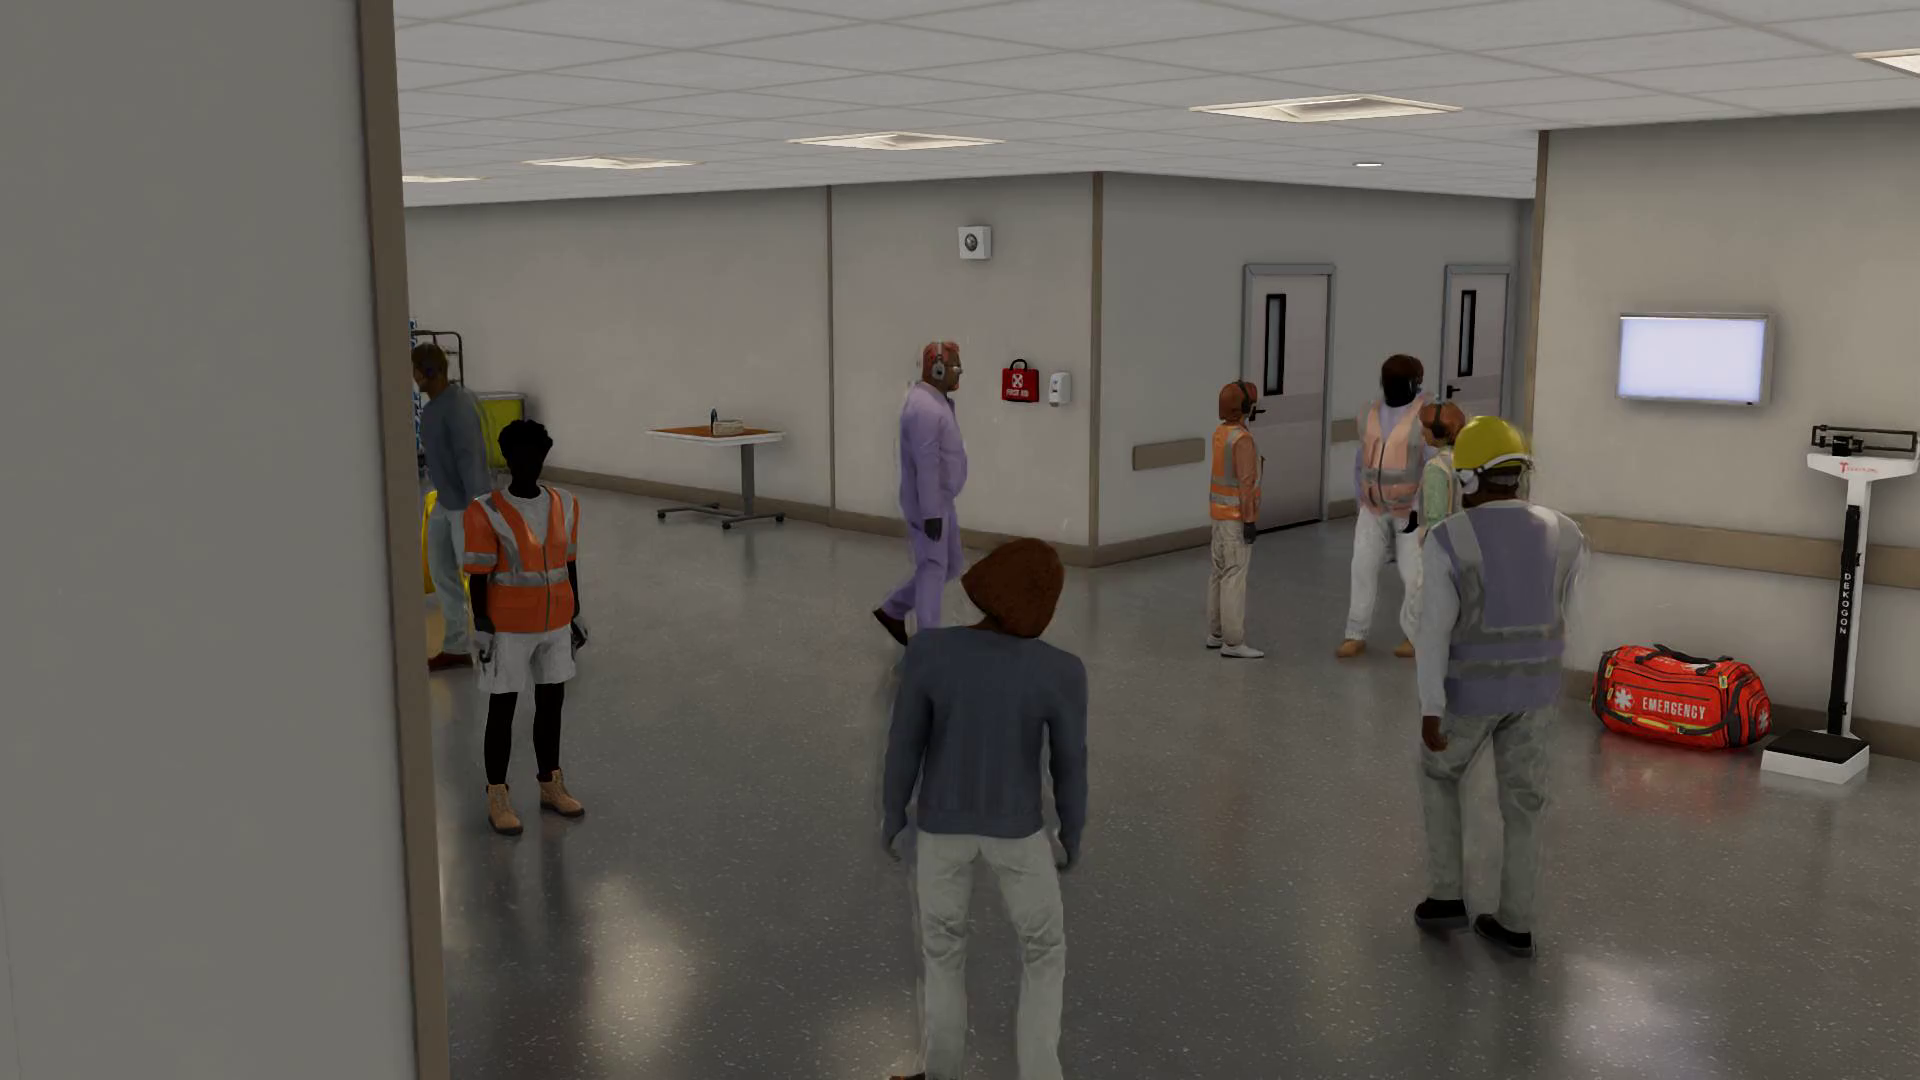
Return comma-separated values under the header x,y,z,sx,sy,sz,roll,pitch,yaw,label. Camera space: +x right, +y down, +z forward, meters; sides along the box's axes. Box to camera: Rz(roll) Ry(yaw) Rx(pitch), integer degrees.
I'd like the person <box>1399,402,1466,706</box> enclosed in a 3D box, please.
x,y,z,sx,sy,sz,roll,pitch,yaw,label
2.479,0.105,8.533,0.365,1.625,0.545,6,11,35,person

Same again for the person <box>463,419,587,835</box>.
x,y,z,sx,sy,sz,roll,pitch,yaw,label
-1.775,0.345,6.845,0.317,1.696,0.540,9,13,43,person

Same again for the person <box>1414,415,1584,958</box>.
x,y,z,sx,sy,sz,roll,pitch,yaw,label
1.782,0.486,5.631,0.609,1.808,0.548,-1,9,-9,person

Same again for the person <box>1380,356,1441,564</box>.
x,y,z,sx,sy,sz,roll,pitch,yaw,label
3.458,-0.602,12.865,0.509,1.629,0.315,6,11,31,person

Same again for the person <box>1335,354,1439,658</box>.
x,y,z,sx,sy,sz,roll,pitch,yaw,label
2.562,-0.181,9.761,0.554,1.811,0.651,-9,13,-43,person

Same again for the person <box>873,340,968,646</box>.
x,y,z,sx,sy,sz,roll,pitch,yaw,label
-0.203,-0.210,9.674,0.504,1.894,0.659,1,9,6,person

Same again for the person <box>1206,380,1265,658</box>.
x,y,z,sx,sy,sz,roll,pitch,yaw,label
1.633,-0.126,9.892,0.305,1.645,0.522,-2,9,-10,person

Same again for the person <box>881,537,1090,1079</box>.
x,y,z,sx,sy,sz,roll,pitch,yaw,label
0.089,0.792,4.405,0.633,1.599,0.371,1,9,4,person
